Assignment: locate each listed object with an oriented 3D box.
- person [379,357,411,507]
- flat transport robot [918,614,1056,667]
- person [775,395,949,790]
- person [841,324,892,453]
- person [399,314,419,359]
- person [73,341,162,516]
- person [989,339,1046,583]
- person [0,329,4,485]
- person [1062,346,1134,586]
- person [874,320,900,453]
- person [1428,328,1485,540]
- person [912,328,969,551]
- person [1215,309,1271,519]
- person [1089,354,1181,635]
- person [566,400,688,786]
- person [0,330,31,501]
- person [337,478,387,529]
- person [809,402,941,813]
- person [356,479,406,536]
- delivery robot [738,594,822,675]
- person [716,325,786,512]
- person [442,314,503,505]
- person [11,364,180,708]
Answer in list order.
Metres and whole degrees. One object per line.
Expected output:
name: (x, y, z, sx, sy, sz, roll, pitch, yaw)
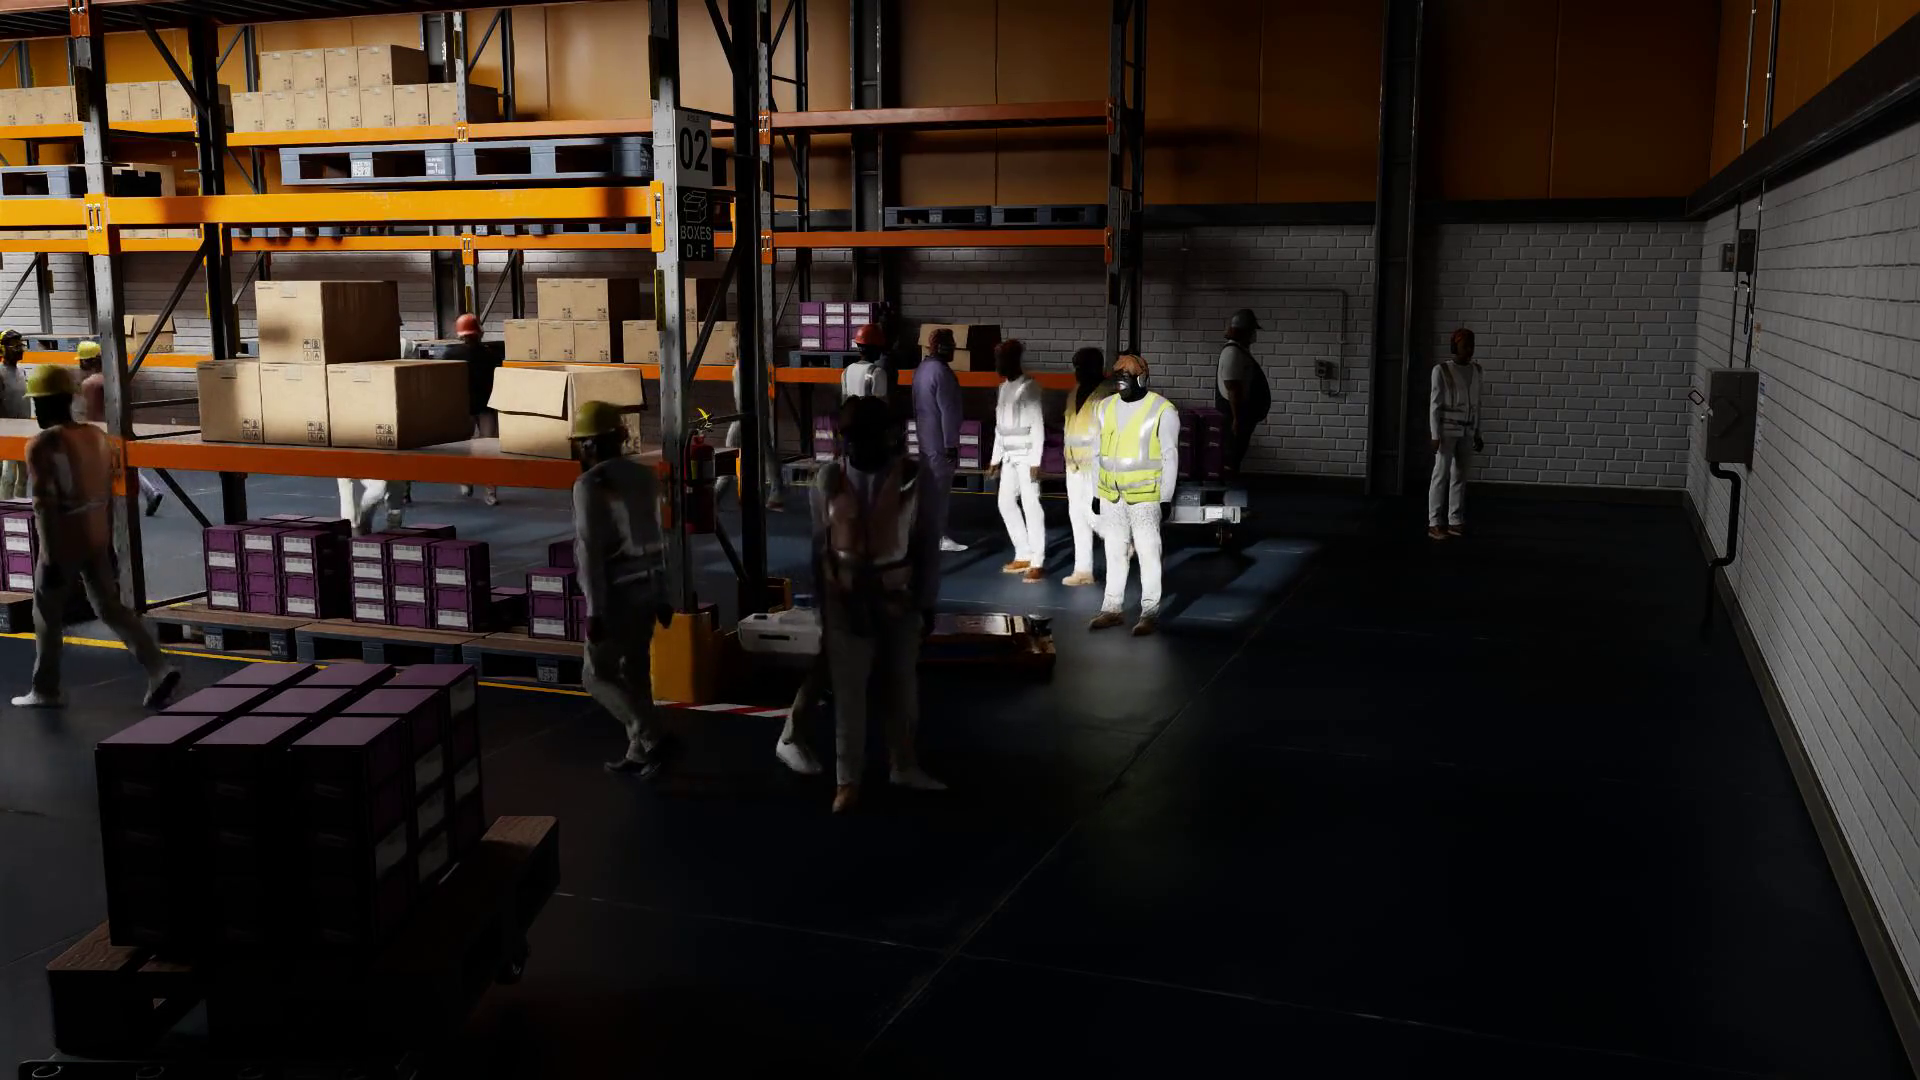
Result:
person: (-5.844, -1.256, 16.989, 0.404, 1.835, 0.589, 2, 9, 12)
flat transport robot: (-0.145, 0.606, 10.193, 1.431, 0.197, 0.652, 0, 9, 0)
person: (-0.502, 0.246, 7.702, 0.919, 1.833, 0.510, 7, 11, 36)
person: (-0.781, -0.904, 14.460, 0.356, 1.937, 0.552, -9, 12, -43)
person: (-6.657, -1.728, 19.620, 0.603, 1.942, 0.402, -3, 9, -16)
person: (-8.201, -1.062, 16.080, 0.791, 1.732, 0.534, 1, 9, 7)
person: (0.482, -0.616, 12.908, 0.364, 1.867, 0.640, -4, 10, -24)
person: (-9.554, -1.179, 16.549, 0.436, 1.822, 0.530, -6, 11, -32)
person: (1.021, -0.553, 12.603, 0.504, 1.824, 0.635, -7, 11, -36)
person: (-0.740, -1.101, 15.692, 0.355, 1.938, 0.634, -2, 9, -14)
person: (4.453, -0.948, 14.910, 0.574, 1.882, 0.358, -4, 10, -25)
person: (-0.165, -0.860, 14.279, 0.399, 1.908, 0.643, -4, 10, -25)
person: (2.759, -1.235, 16.214, 0.536, 2.000, 0.688, 2, 9, 10)
person: (1.123, -0.296, 10.941, 0.634, 1.841, 0.429, 7, 11, 37)
person: (-1.535, 0.252, 7.672, 0.621, 1.790, 0.603, 4, 10, 23)
person: (-8.470, -0.947, 14.939, 0.328, 1.873, 0.518, 0, 9, -1)
person: (-5.522, -0.883, 15.347, 0.613, 1.618, 0.537, 3, 9, 16)
person: (-0.385, 0.260, 7.644, 0.627, 1.801, 0.951, 1, 9, 4)
person: (-4.841, -0.813, 13.966, 0.478, 1.924, 0.625, 8, 12, 41)
delivery robot: (-0.879, 0.548, 9.373, 0.707, 0.478, 0.477, 2, 9, 13)
person: (-2.186, -1.210, 16.517, 0.983, 1.888, 0.655, 2, 9, 12)
person: (-4.973, -1.338, 17.082, 0.687, 1.968, 0.559, -4, 10, -21)
person: (-4.720, -0.005, 8.973, 0.918, 1.897, 0.600, 2, 9, 12)
